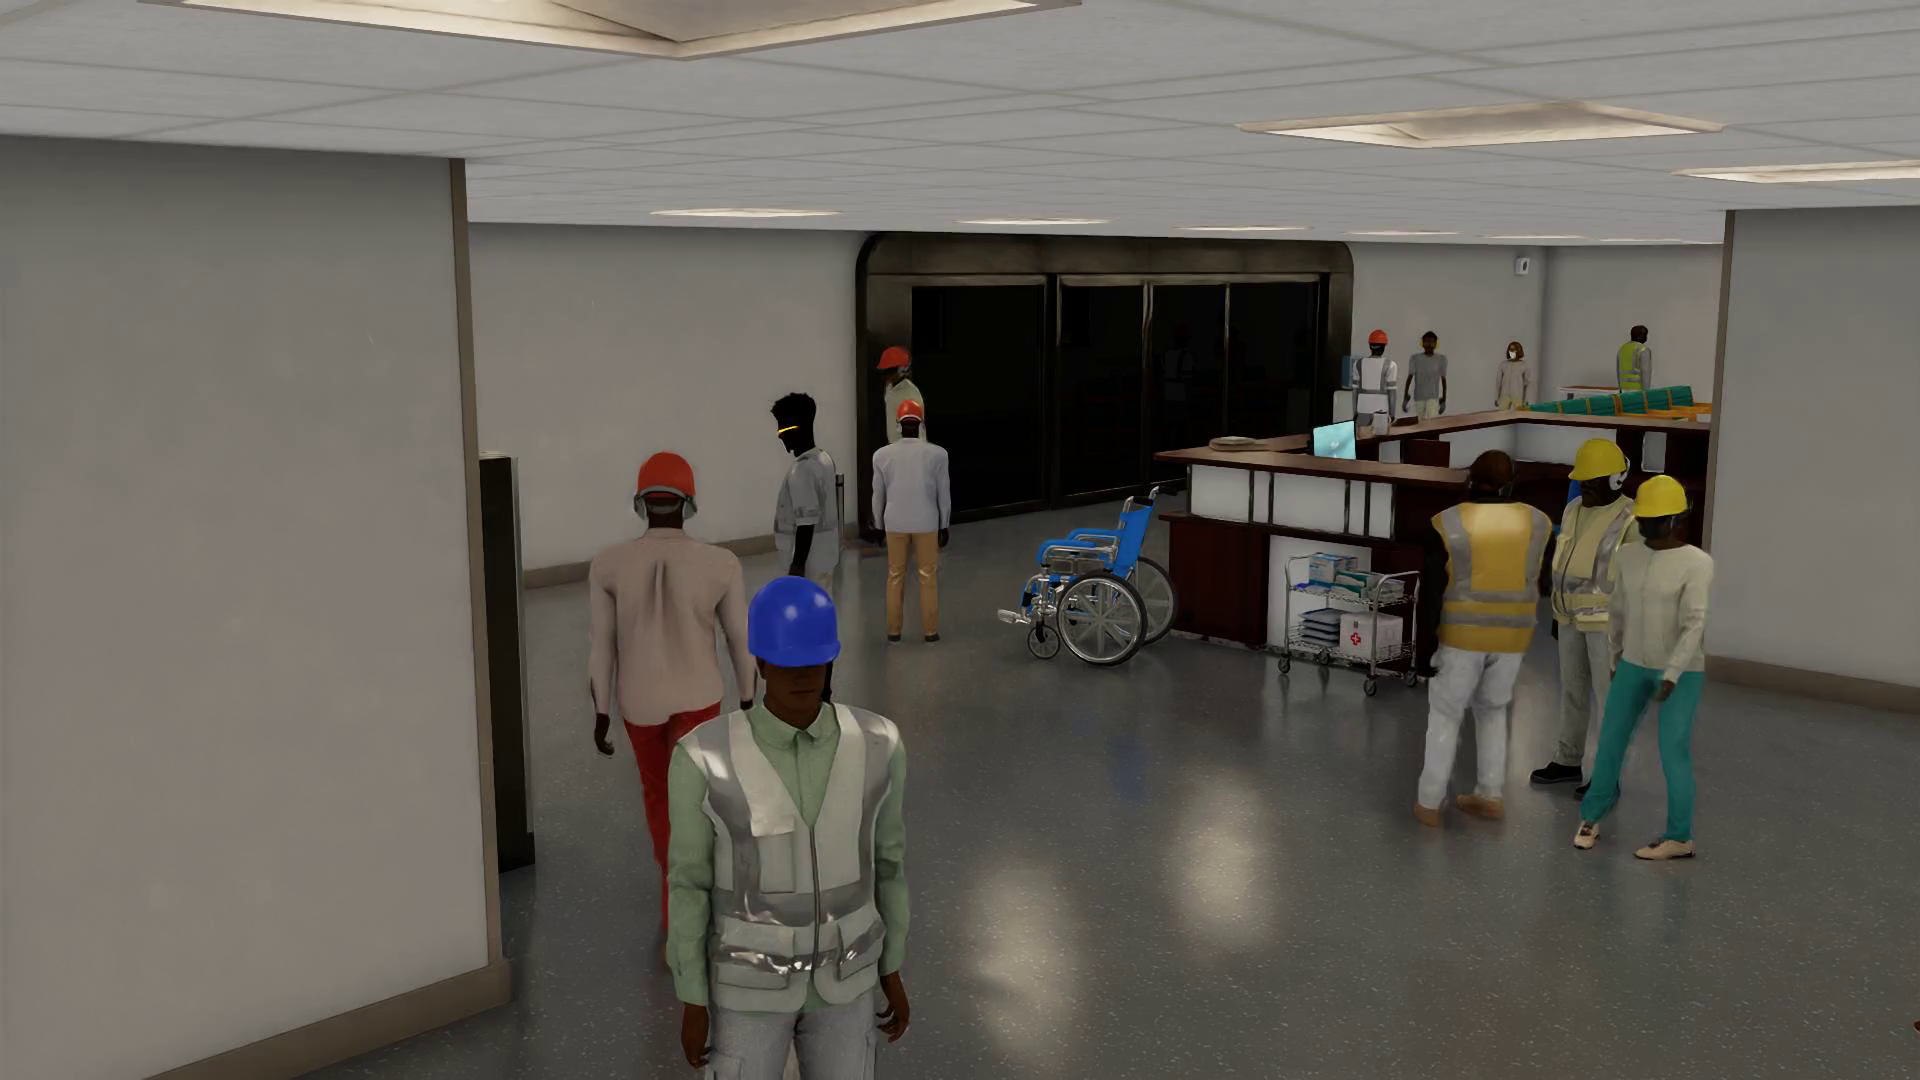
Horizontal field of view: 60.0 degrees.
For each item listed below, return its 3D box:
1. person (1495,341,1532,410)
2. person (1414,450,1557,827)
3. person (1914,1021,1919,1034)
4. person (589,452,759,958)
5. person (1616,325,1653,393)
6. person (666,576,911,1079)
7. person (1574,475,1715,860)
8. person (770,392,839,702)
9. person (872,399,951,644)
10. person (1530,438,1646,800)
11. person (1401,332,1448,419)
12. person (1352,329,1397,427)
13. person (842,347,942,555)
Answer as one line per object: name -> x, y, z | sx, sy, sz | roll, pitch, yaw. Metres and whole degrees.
person -> 7.849, -2.002, 23.635 | 0.500, 1.633, 0.281 | 6, 11, 33
person -> 2.484, 0.467, 7.980 | 0.647, 1.805, 0.529 | 0, 9, 0
person -> 3.546, 0.810, 5.661 | 0.528, 1.871, 0.323 | -9, 13, -43
person -> -1.134, 0.617, 6.648 | 0.647, 1.938, 1.046 | 0, 9, -2
person -> 9.867, -2.214, 24.293 | 0.429, 1.842, 0.635 | -3, 10, -17
person -> -0.400, 1.042, 4.002 | 0.605, 1.948, 0.384 | -4, 10, -24
person -> 3.099, 0.573, 7.488 | 0.405, 1.748, 0.530 | -6, 11, -33
person -> -0.889, 0.132, 9.546 | 0.376, 1.959, 0.603 | 1, 9, 6
person -> -0.341, -0.128, 11.801 | 0.564, 1.743, 0.352 | 1, 9, 4
person -> 3.181, 0.392, 8.370 | 0.403, 1.823, 0.586 | -4, 10, -21
person -> 6.168, -1.846, 22.116 | 0.540, 1.822, 0.962 | 4, 10, 25
person -> 5.017, -1.577, 20.129 | 0.546, 1.929, 0.387 | 6, 11, 33
person -> -0.592, -0.790, 15.250 | 1.059, 1.932, 0.642 | -5, 11, -30
